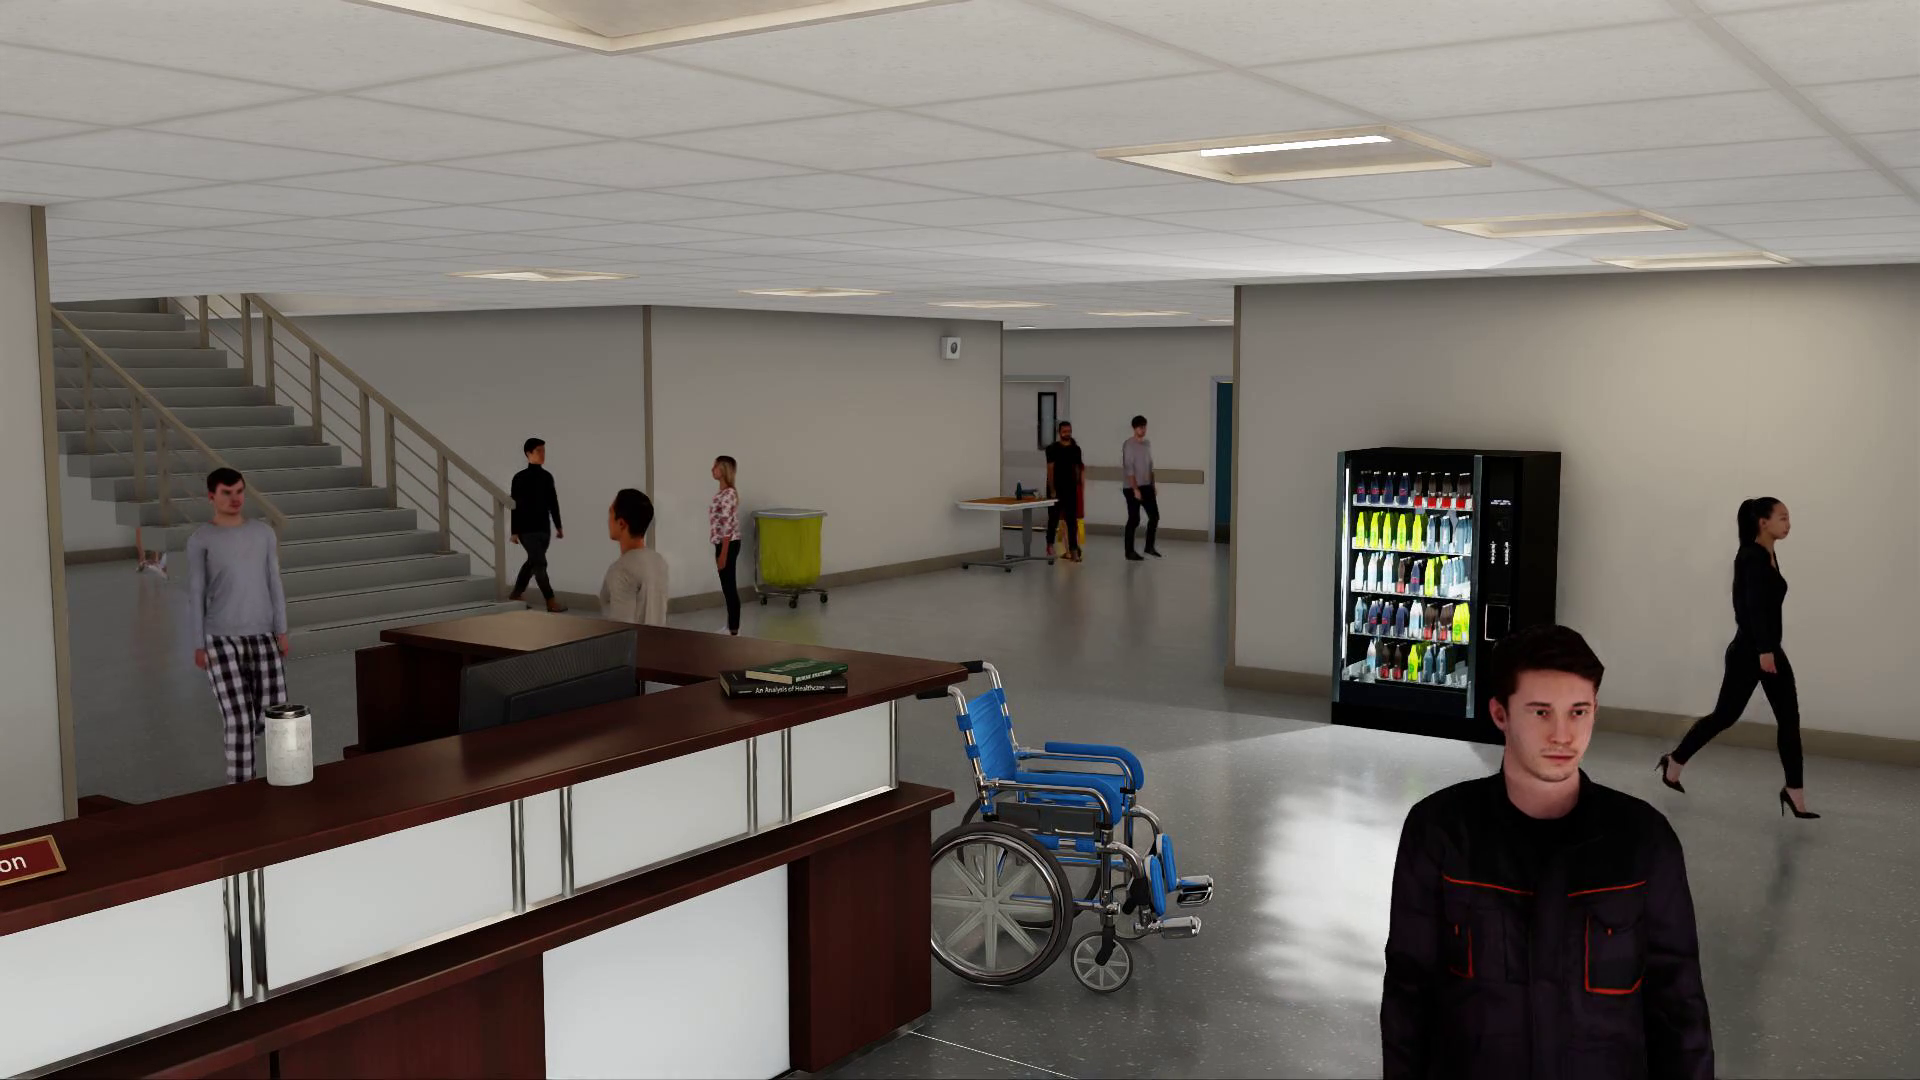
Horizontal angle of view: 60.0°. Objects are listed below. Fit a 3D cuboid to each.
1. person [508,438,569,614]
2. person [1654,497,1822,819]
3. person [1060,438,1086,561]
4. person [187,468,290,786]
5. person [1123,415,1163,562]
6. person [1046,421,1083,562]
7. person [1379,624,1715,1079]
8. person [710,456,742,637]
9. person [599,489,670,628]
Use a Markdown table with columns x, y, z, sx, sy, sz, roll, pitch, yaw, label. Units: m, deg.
| x | y | z | sx | sy | sz | roll | pitch | yaw | label |
| --- | --- | --- | --- | --- | --- | --- | --- | --- | --- |
| -4.193 | -0.118 | 16.193 | 1.121 | 1.688 | 0.695 | 4 | 7 | 31 | person |
| 4.109 | 0.631 | 8.790 | 1.094 | 1.679 | 0.674 | 5 | 8 | 43 | person |
| 1.393 | -0.512 | 20.842 | 0.712 | 1.541 | 0.780 | -2 | 6 | -16 | person |
| -3.959 | 0.524 | 9.095 | 0.774 | 1.831 | 0.949 | -5 | 7 | -40 | person |
| 2.158 | -0.644 | 20.763 | 0.753 | 1.819 | 0.771 | 6 | 8 | 44 | person |
| 1.227 | -0.579 | 20.618 | 1.130 | 1.719 | 1.210 | -1 | 6 | -14 | person |
| 1.033 | 1.109 | 3.024 | 1.300 | 1.883 | 1.160 | 1 | 6 | 7 | person |
| -2.032 | 0.076 | 14.534 | 0.701 | 1.634 | 0.641 | -1 | 6 | -10 | person |
| -1.468 | 0.665 | 7.853 | 0.956 | 1.798 | 0.821 | 2 | 6 | 15 | person |
